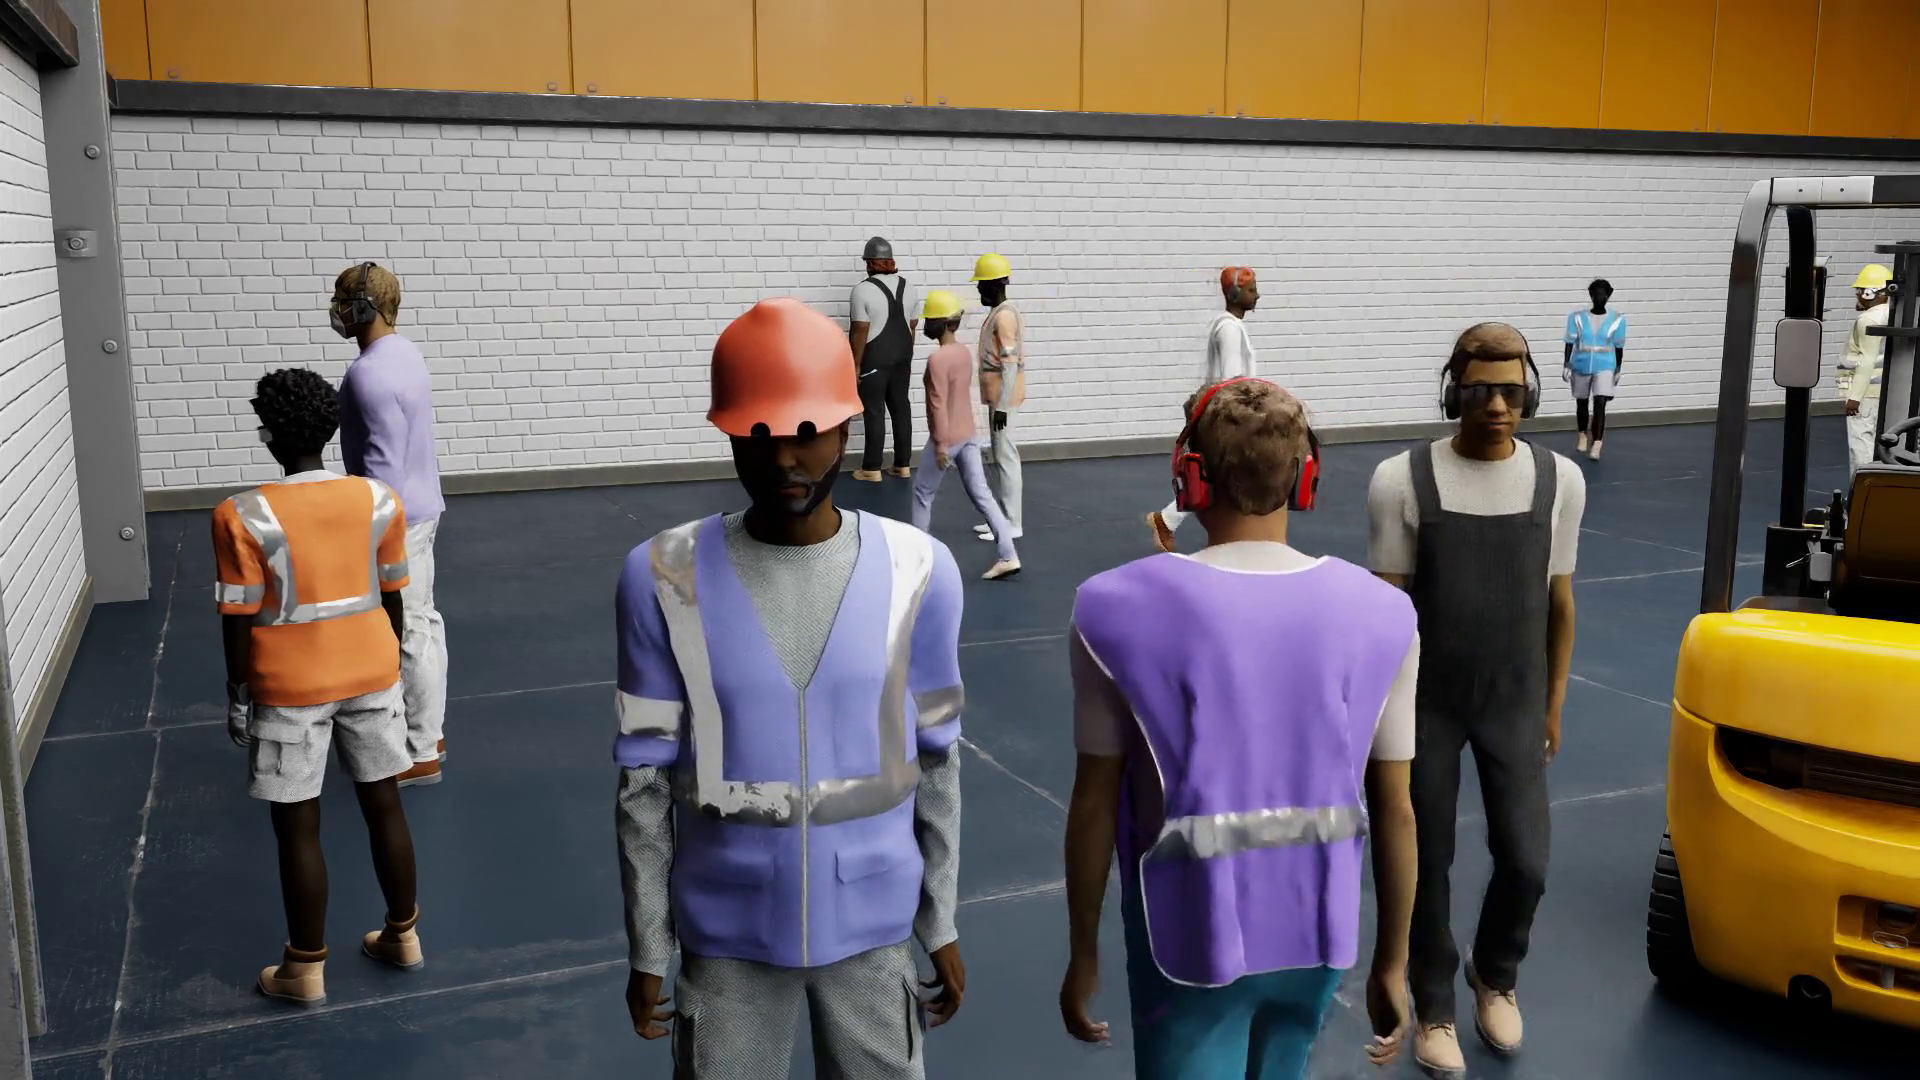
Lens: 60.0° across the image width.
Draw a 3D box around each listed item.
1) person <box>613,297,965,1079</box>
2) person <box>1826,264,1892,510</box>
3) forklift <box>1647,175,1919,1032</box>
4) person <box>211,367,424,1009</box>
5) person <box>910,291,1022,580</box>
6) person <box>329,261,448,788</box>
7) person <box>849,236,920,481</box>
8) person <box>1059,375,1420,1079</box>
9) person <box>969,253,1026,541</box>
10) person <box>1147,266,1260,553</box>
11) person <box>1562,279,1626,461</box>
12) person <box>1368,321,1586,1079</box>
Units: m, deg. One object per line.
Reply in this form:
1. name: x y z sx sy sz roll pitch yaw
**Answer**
1. person: -0.254 0.595 2.609 0.551 1.934 0.373 -2 10 -10
2. person: 6.663 -1.102 12.246 0.603 1.830 0.404 -10 14 -44
3. forklift: 2.810 0.094 4.662 1.214 2.155 2.313 7 12 34
4. person: -1.703 0.387 4.443 0.321 1.691 0.532 9 14 40
5. person: -0.041 -0.609 9.847 0.923 1.718 0.532 5 12 27
6. person: -2.104 -0.048 6.147 0.378 1.940 0.629 -1 10 -8
7. person: -0.693 -1.518 13.965 0.675 2.000 0.537 -9 14 -41
8. person: 0.467 0.664 2.586 0.574 1.815 0.825 -2 11 -13
9. person: 0.253 -0.953 11.176 0.382 1.923 0.591 0 10 -2
10. person: 1.625 -0.761 10.313 0.805 1.862 0.581 3 11 16
11. person: 5.886 -1.596 15.464 0.533 1.655 0.871 5 11 26
12. person: 1.205 0.402 3.957 0.501 1.831 0.406 2 10 9
